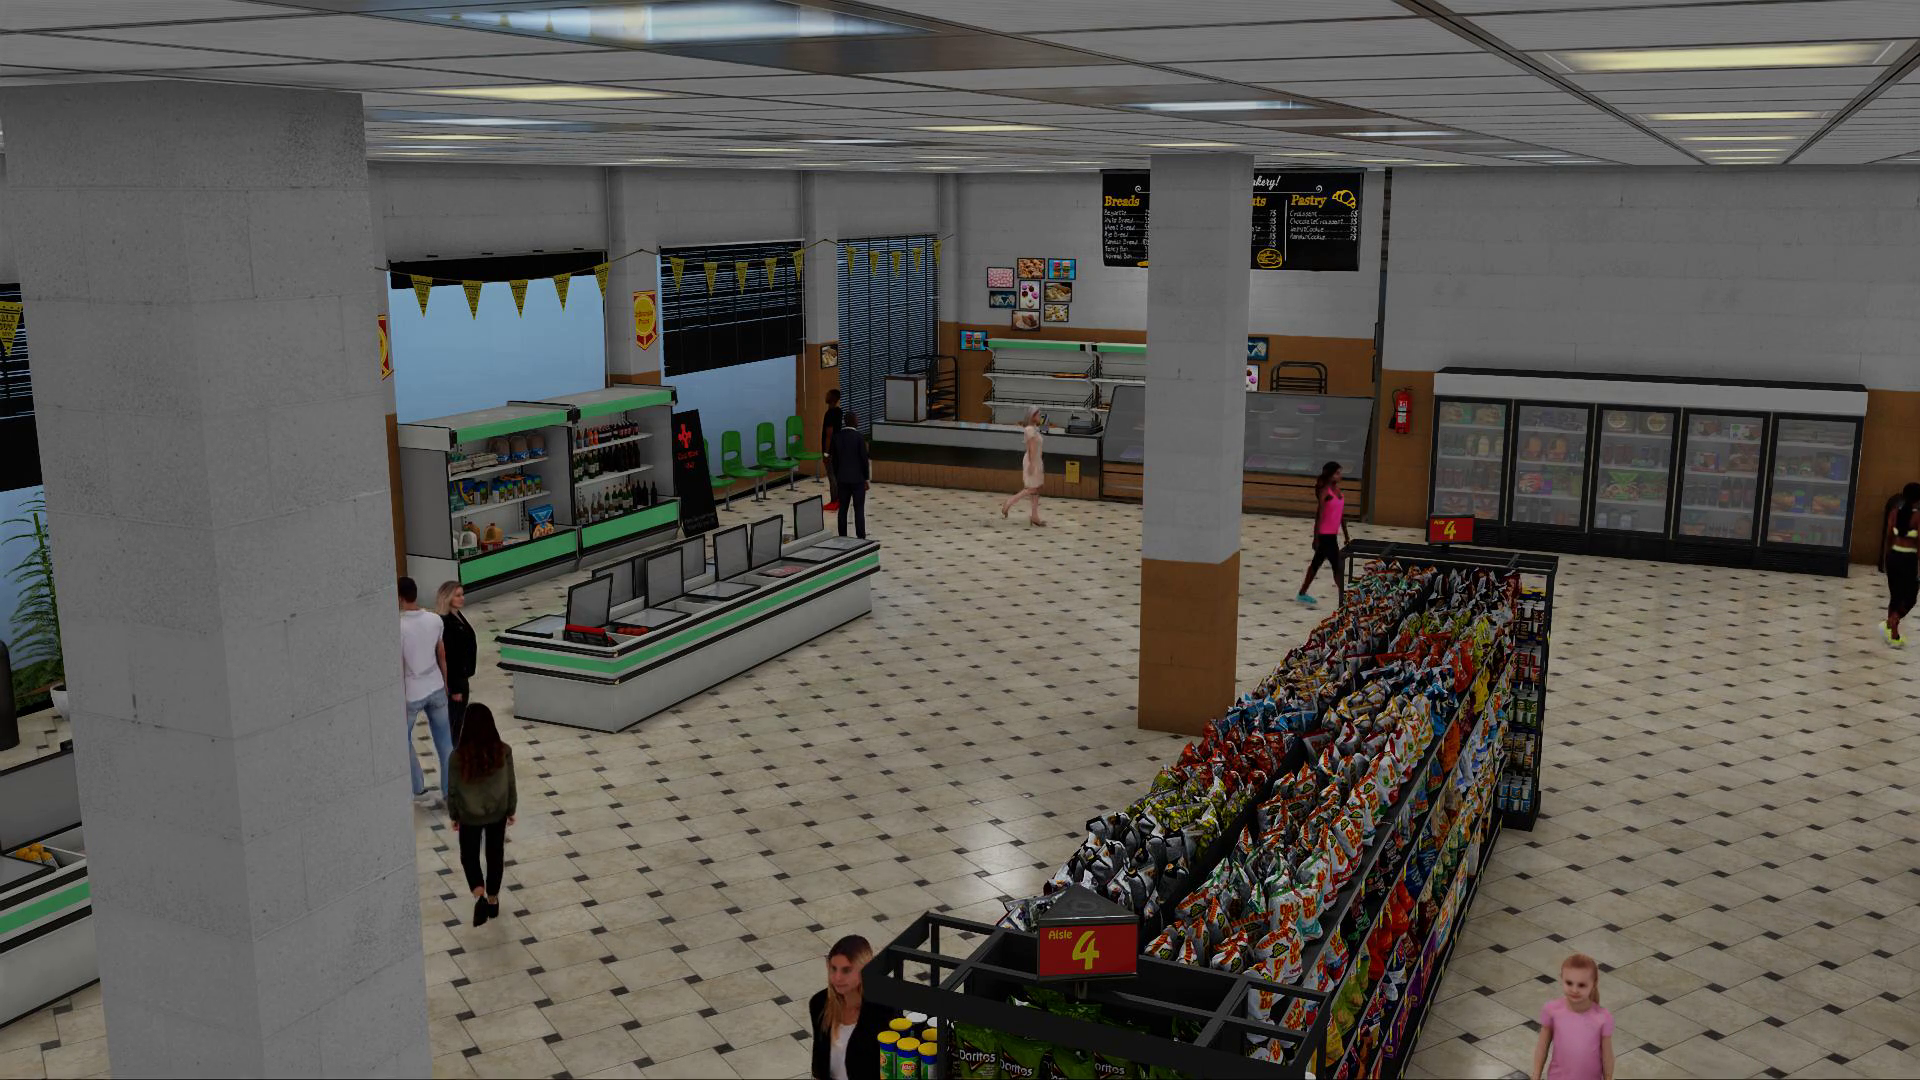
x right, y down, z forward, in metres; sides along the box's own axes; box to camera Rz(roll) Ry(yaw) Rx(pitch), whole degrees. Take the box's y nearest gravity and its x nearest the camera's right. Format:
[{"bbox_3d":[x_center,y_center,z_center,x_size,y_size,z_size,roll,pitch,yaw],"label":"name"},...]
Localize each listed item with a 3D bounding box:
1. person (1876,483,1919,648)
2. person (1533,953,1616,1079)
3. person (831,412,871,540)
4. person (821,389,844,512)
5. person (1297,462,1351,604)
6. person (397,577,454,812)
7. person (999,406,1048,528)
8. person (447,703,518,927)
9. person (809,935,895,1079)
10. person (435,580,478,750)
[{"bbox_3d":[9.681,0.288,17.160,0.979,1.738,0.831,-8,14,-33],"label":"person"},{"bbox_3d":[2.850,2.512,7.728,0.511,1.272,0.542,5,13,22],"label":"person"},{"bbox_3d":[-1.443,-0.803,22.133,0.676,1.824,0.576,6,13,25],"label":"person"},{"bbox_3d":[-1.892,-1.352,24.791,0.716,1.803,0.489,4,13,19],"label":"person"},{"bbox_3d":[4.088,-0.030,18.842,0.849,1.666,1.107,10,16,40],"label":"person"},{"bbox_3d":[-4.040,1.202,12.605,0.895,1.826,0.807,11,16,42],"label":"person"},{"bbox_3d":[0.926,-1.025,23.426,0.869,1.725,0.942,1,12,3],"label":"person"},{"bbox_3d":[-3.061,1.789,10.699,0.877,1.463,0.929,-5,13,-21],"label":"person"},{"bbox_3d":[-0.394,2.441,7.149,0.657,1.649,0.832,4,12,17],"label":"person"},{"bbox_3d":[-4.027,1.150,13.194,0.753,1.686,0.657,-2,12,-9],"label":"person"}]
